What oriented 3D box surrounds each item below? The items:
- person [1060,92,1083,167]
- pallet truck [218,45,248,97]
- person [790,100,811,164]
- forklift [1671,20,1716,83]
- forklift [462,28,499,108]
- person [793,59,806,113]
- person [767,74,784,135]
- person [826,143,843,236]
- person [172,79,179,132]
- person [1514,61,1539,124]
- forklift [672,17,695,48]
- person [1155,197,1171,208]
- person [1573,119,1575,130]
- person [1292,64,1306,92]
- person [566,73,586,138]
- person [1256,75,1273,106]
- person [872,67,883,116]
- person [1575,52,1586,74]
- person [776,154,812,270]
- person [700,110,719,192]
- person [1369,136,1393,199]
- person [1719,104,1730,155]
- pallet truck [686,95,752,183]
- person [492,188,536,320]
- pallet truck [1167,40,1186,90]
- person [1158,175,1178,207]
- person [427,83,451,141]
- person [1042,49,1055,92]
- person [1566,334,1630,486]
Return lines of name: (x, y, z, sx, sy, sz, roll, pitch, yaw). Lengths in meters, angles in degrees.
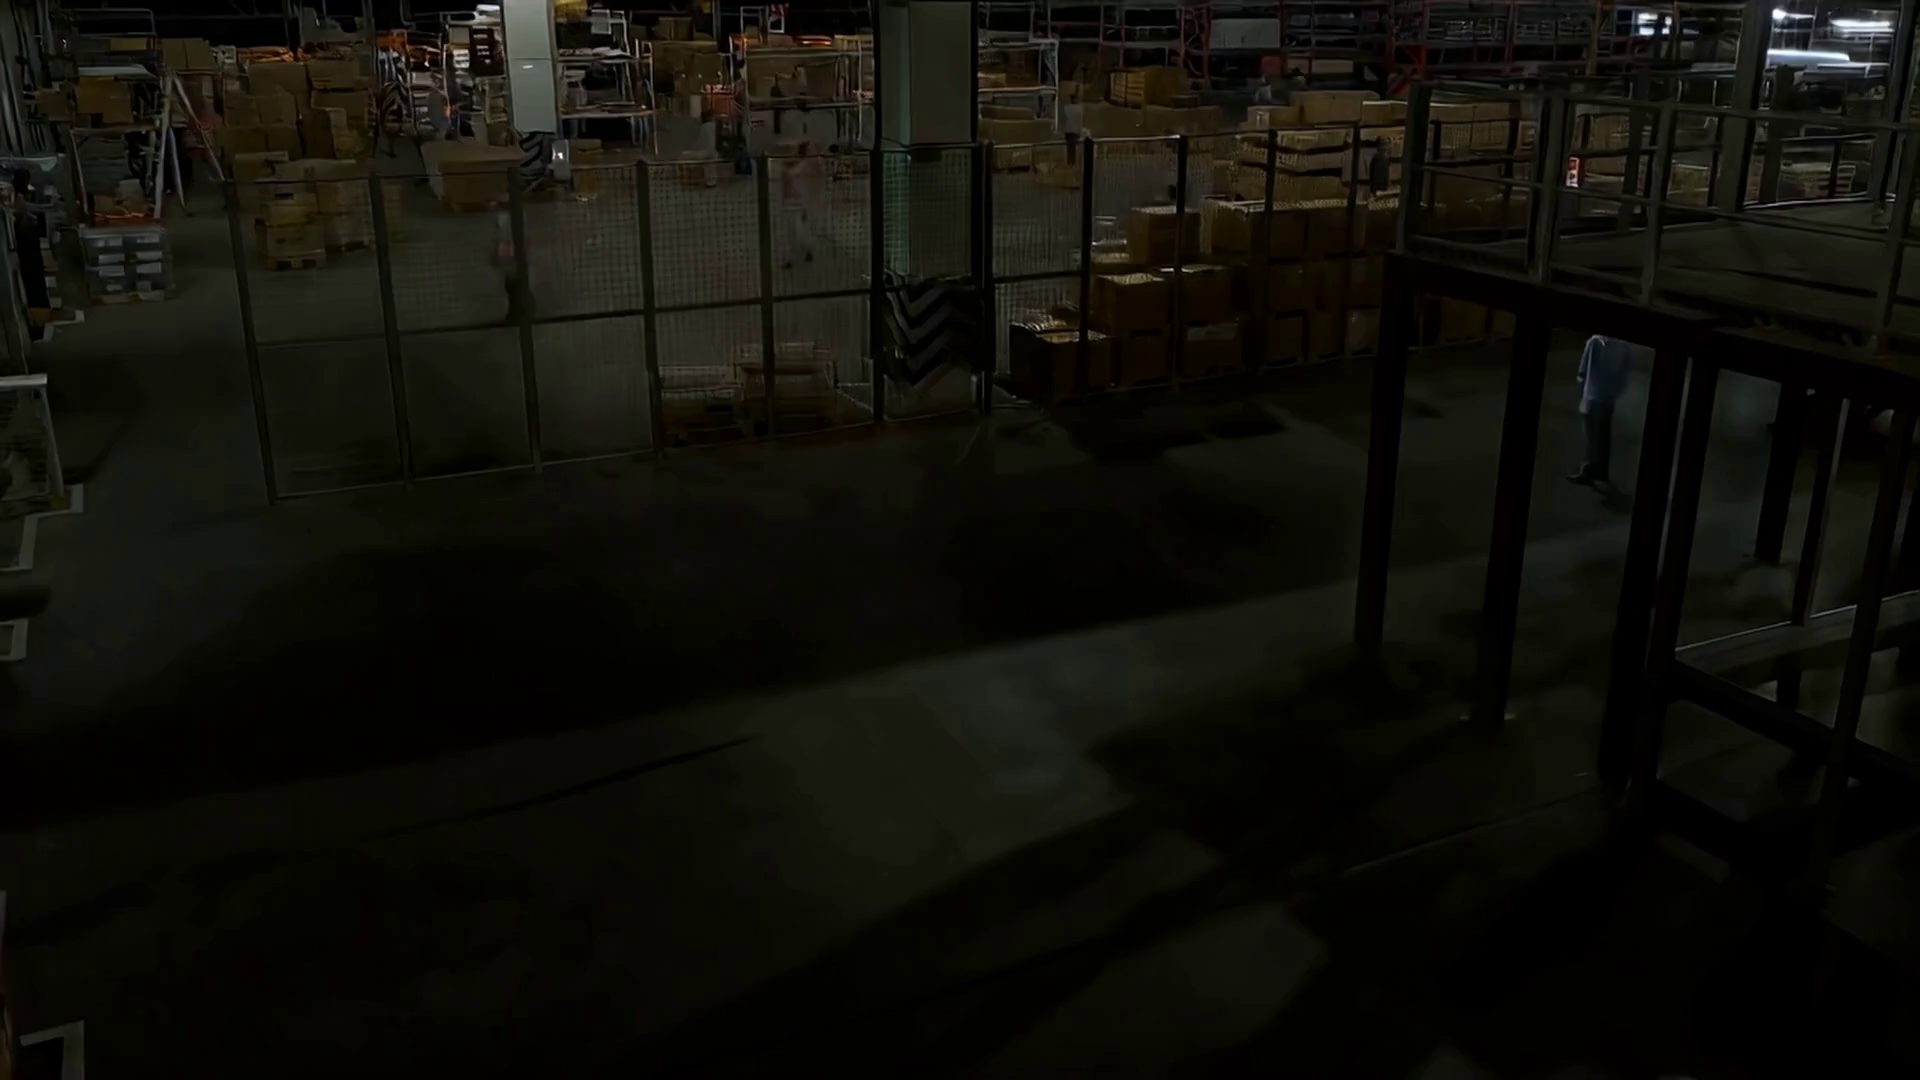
person: (2.844, -10.466, 42.481, 0.604, 1.901, 0.598, -1, 19, -2)
pallet truck: (-28.879, -18.665, 66.111, 0.823, 1.965, 1.885, -3, 19, -9)
person: (-4.149, -10.587, 43.202, 0.860, 1.662, 0.540, -6, 20, -16)
forklift: (30.810, -20.160, 69.110, 1.873, 2.768, 1.129, -2, 19, -6)
forklift: (-17.229, -17.133, 60.337, 1.129, 2.768, 1.873, 4, 19, 12)
person: (-5.517, -15.559, 57.231, 0.397, 1.925, 0.549, 8, 21, 23)
person: (-5.706, -13.364, 51.034, 0.535, 1.797, 0.938, 7, 20, 19)
person: (-2.417, -6.715, 31.854, 0.320, 1.742, 0.492, -4, 19, -12)
person: (-24.390, -13.456, 51.563, 0.516, 1.633, 0.314, 13, 23, 33)
person: (18.529, -14.687, 54.512, 0.701, 2.000, 1.004, 0, 19, 1)
forklift: (-11.994, -21.337, 72.523, 1.129, 2.768, 1.873, -13, 23, -33)
person: (2.933, -3.858, 23.387, 1.047, 1.874, 0.741, -1, 19, -2)
person: (13.880, -9.092, 38.314, 0.406, 2.035, 0.606, -2, 19, -7)
person: (11.042, -14.552, 54.298, 0.396, 1.921, 0.582, 10, 22, 27)
person: (-11.452, -12.951, 49.641, 0.628, 1.937, 0.378, 4, 19, 11)
person: (9.611, -13.876, 52.717, 0.557, 1.656, 0.819, 9, 21, 24)
person: (-2.785, -15.674, 57.560, 0.386, 1.918, 0.596, -12, 23, -32)
person: (24.691, -18.517, 66.134, 0.540, 1.696, 0.316, 13, 23, 32)
person: (-2.827, -5.612, 28.384, 0.610, 1.925, 0.764, 6, 20, 18)
person: (-5.717, -8.877, 37.973, 0.429, 1.841, 0.634, -1, 19, -2)
person: (7.727, -6.432, 30.649, 0.378, 1.996, 0.611, 14, 24, 35)
person: (20.532, -11.006, 44.210, 0.546, 1.798, 0.667, 14, 24, 35)
pallet truck: (-5.836, -9.608, 39.856, 0.823, 1.965, 1.885, 10, 22, 27)
person: (-6.500, -4.176, 24.224, 0.567, 1.925, 0.597, 5, 20, 16)
pallet truck: (9.045, -19.971, 69.895, 0.823, 1.965, 1.885, -3, 19, -8)
person: (3.235, -4.714, 25.846, 0.417, 1.882, 0.615, 11, 22, 28)
person: (-14.294, -11.590, 45.733, 0.585, 1.906, 0.432, -14, 23, -35)
person: (3.579, -18.855, 66.707, 0.602, 1.966, 0.368, 0, 19, -1)
person: (6.320, -1.451, 16.466, 0.431, 1.836, 0.619, 17, 25, 40)
